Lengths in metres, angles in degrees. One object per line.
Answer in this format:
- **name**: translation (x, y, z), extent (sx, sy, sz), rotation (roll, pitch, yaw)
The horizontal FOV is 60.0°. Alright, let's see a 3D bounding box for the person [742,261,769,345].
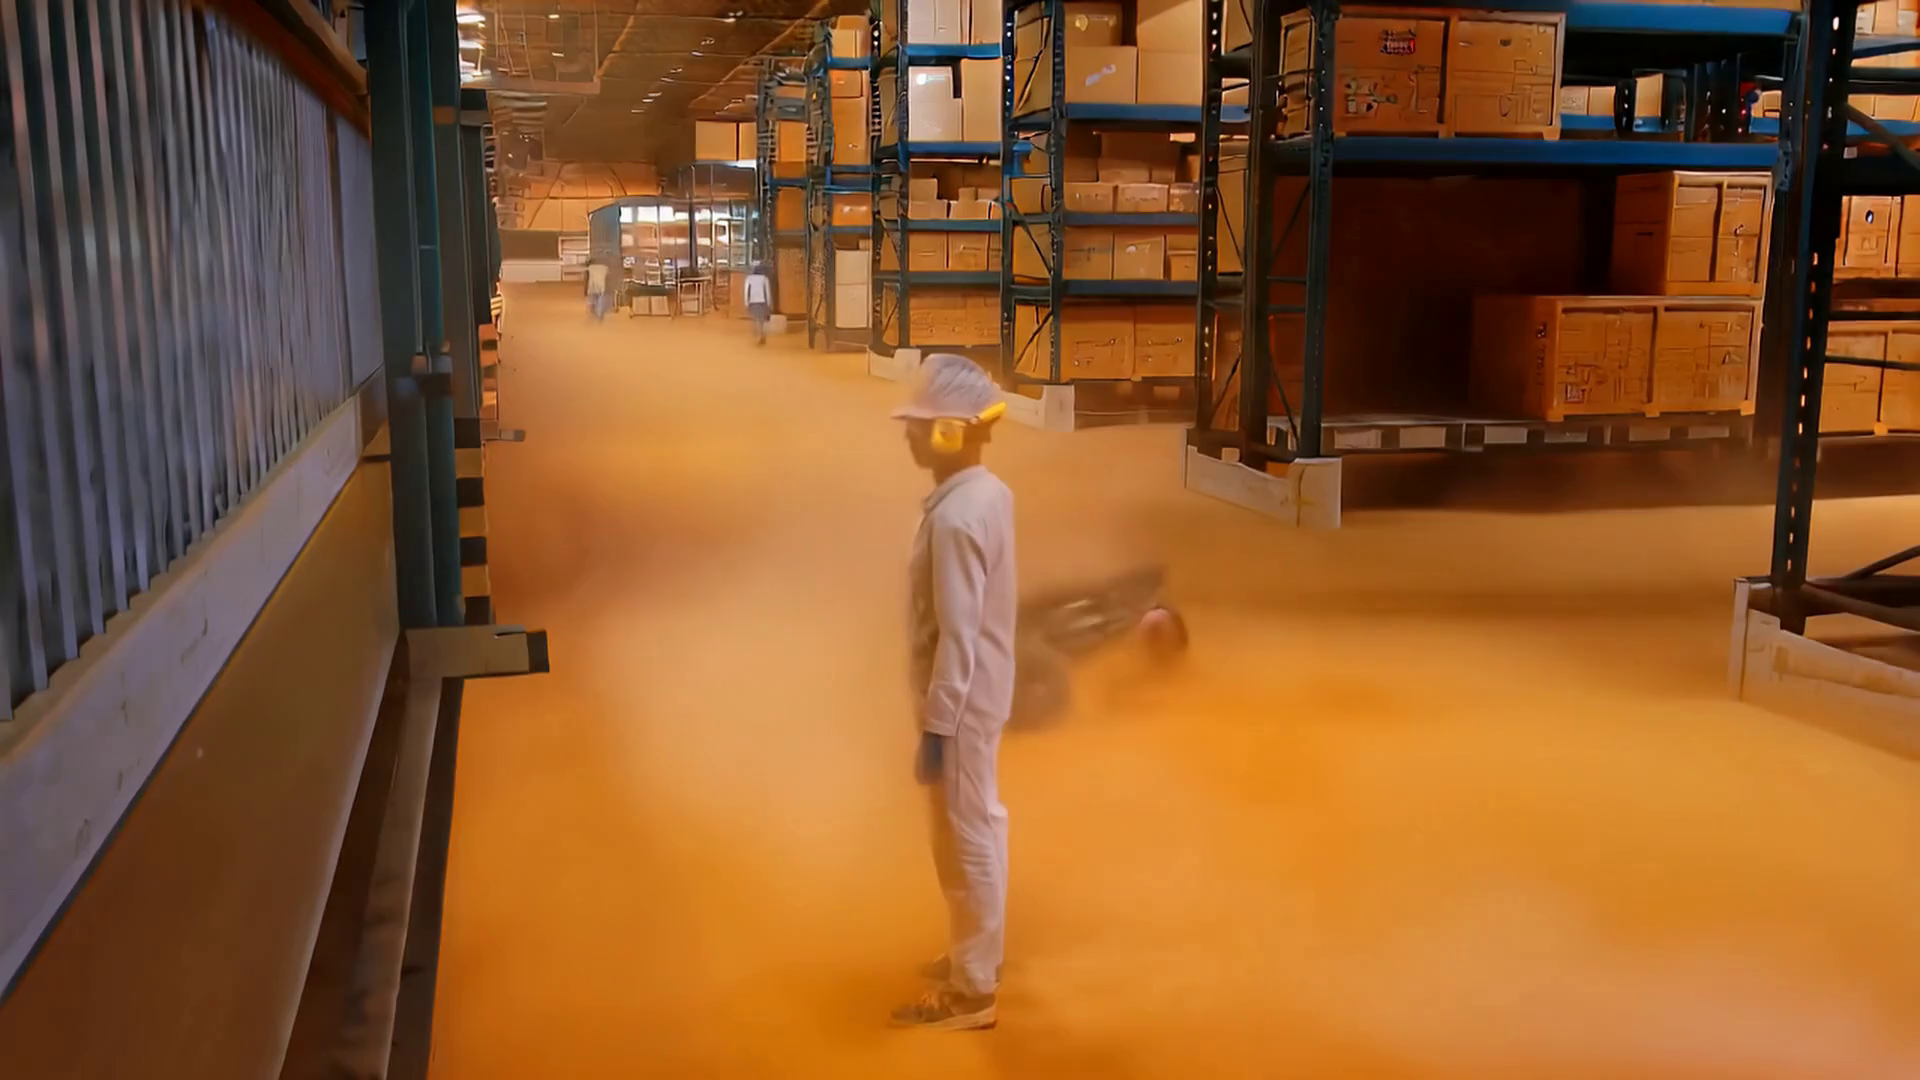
- **person**: translation (-4.234, -4.912, 34.468), extent (0.538, 1.718, 0.902), rotation (-4, 11, -20)

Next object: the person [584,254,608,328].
- **person**: translation (-9.045, -6.153, 41.185), extent (0.653, 1.830, 0.521), rotation (-9, 13, -40)

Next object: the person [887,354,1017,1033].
- **person**: translation (-0.023, 0.397, 4.309), extent (0.327, 1.752, 0.561), rotation (2, 10, 9)

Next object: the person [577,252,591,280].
- **person**: translation (-14.364, -10.143, 63.836), extent (0.605, 1.797, 0.830), rotation (2, 10, 11)
